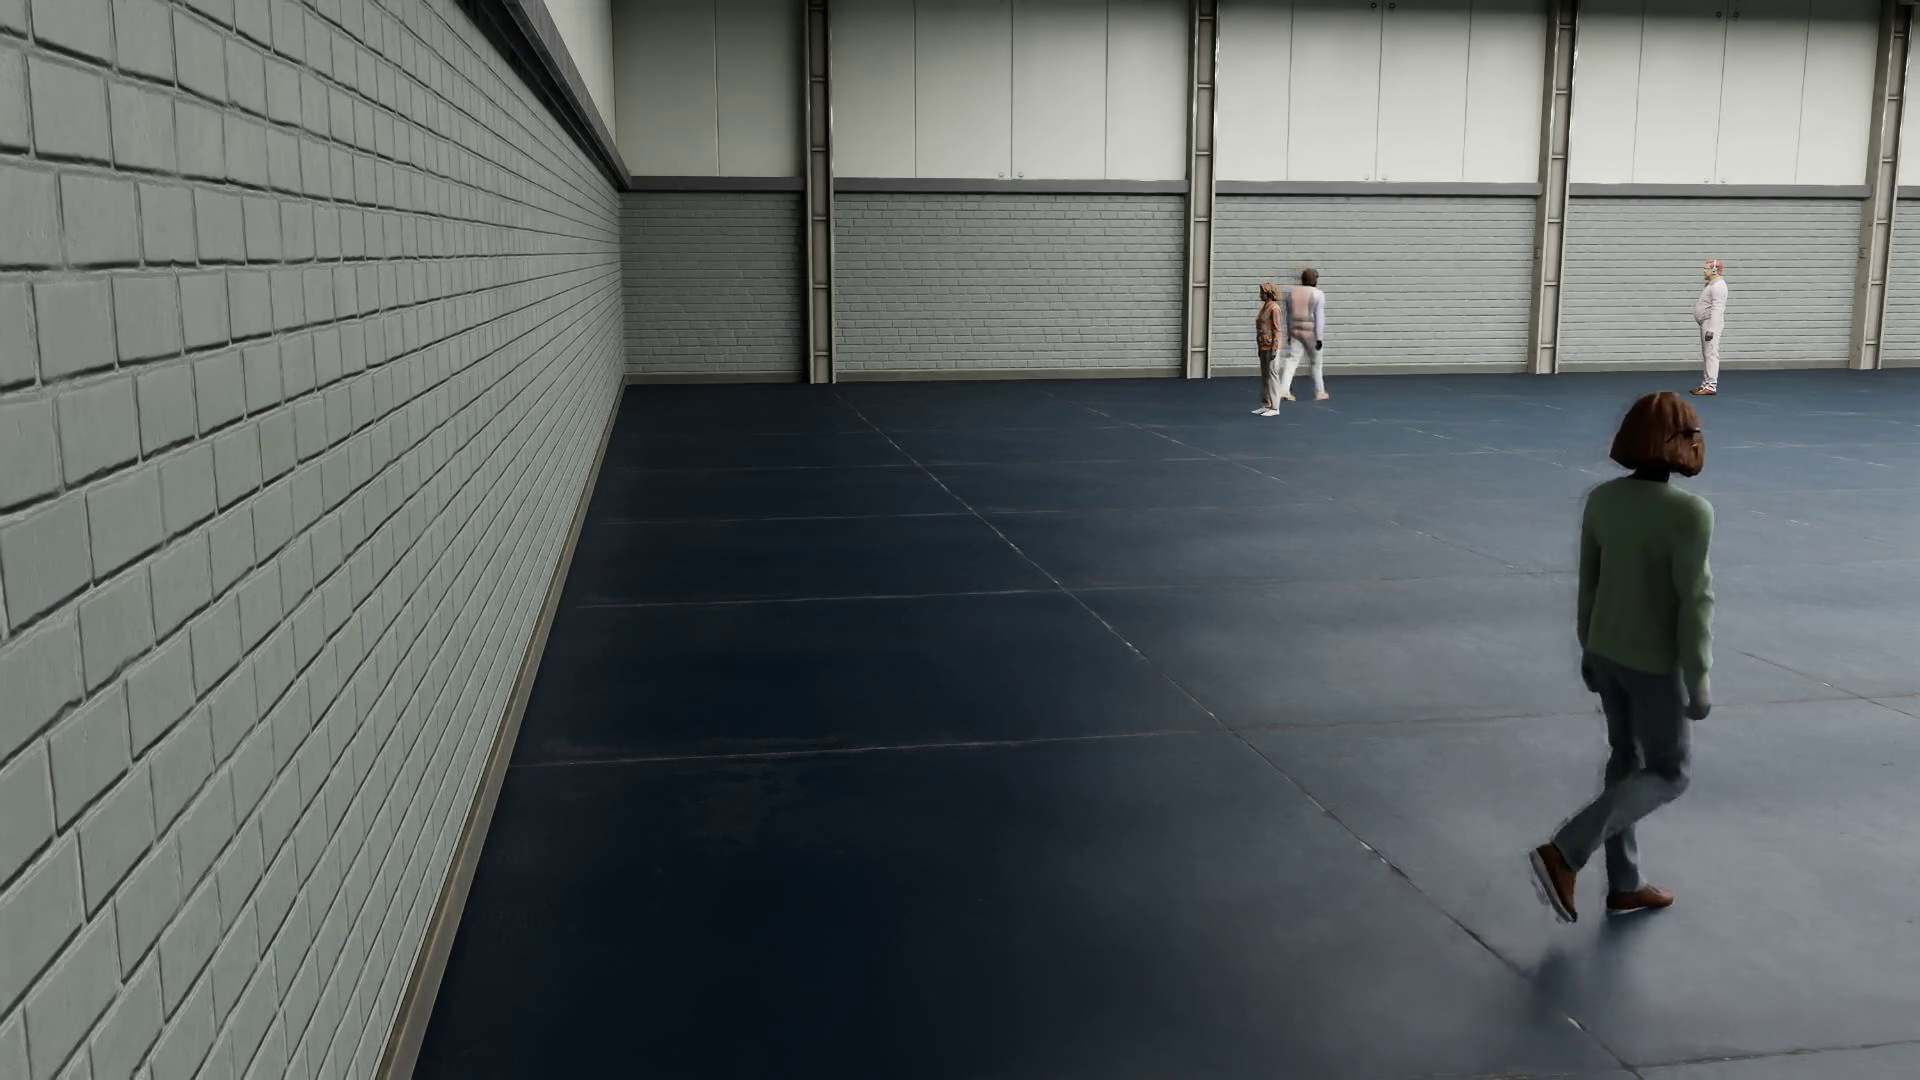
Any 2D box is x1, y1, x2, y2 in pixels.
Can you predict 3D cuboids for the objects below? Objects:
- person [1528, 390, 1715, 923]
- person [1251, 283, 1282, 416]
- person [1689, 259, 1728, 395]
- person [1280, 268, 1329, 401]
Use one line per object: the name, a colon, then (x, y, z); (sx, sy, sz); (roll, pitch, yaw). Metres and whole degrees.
person: (1.962, 0.366, 4.924); (0.541, 1.619, 0.508); (-3, 10, -16)
person: (3.798, -2.341, 20.474); (0.313, 1.639, 0.517); (-2, 10, -9)
person: (10.566, -2.994, 23.465); (0.409, 1.909, 0.641); (3, 10, 19)
person: (4.671, -2.779, 22.548); (0.940, 1.801, 0.635); (-10, 14, -44)
